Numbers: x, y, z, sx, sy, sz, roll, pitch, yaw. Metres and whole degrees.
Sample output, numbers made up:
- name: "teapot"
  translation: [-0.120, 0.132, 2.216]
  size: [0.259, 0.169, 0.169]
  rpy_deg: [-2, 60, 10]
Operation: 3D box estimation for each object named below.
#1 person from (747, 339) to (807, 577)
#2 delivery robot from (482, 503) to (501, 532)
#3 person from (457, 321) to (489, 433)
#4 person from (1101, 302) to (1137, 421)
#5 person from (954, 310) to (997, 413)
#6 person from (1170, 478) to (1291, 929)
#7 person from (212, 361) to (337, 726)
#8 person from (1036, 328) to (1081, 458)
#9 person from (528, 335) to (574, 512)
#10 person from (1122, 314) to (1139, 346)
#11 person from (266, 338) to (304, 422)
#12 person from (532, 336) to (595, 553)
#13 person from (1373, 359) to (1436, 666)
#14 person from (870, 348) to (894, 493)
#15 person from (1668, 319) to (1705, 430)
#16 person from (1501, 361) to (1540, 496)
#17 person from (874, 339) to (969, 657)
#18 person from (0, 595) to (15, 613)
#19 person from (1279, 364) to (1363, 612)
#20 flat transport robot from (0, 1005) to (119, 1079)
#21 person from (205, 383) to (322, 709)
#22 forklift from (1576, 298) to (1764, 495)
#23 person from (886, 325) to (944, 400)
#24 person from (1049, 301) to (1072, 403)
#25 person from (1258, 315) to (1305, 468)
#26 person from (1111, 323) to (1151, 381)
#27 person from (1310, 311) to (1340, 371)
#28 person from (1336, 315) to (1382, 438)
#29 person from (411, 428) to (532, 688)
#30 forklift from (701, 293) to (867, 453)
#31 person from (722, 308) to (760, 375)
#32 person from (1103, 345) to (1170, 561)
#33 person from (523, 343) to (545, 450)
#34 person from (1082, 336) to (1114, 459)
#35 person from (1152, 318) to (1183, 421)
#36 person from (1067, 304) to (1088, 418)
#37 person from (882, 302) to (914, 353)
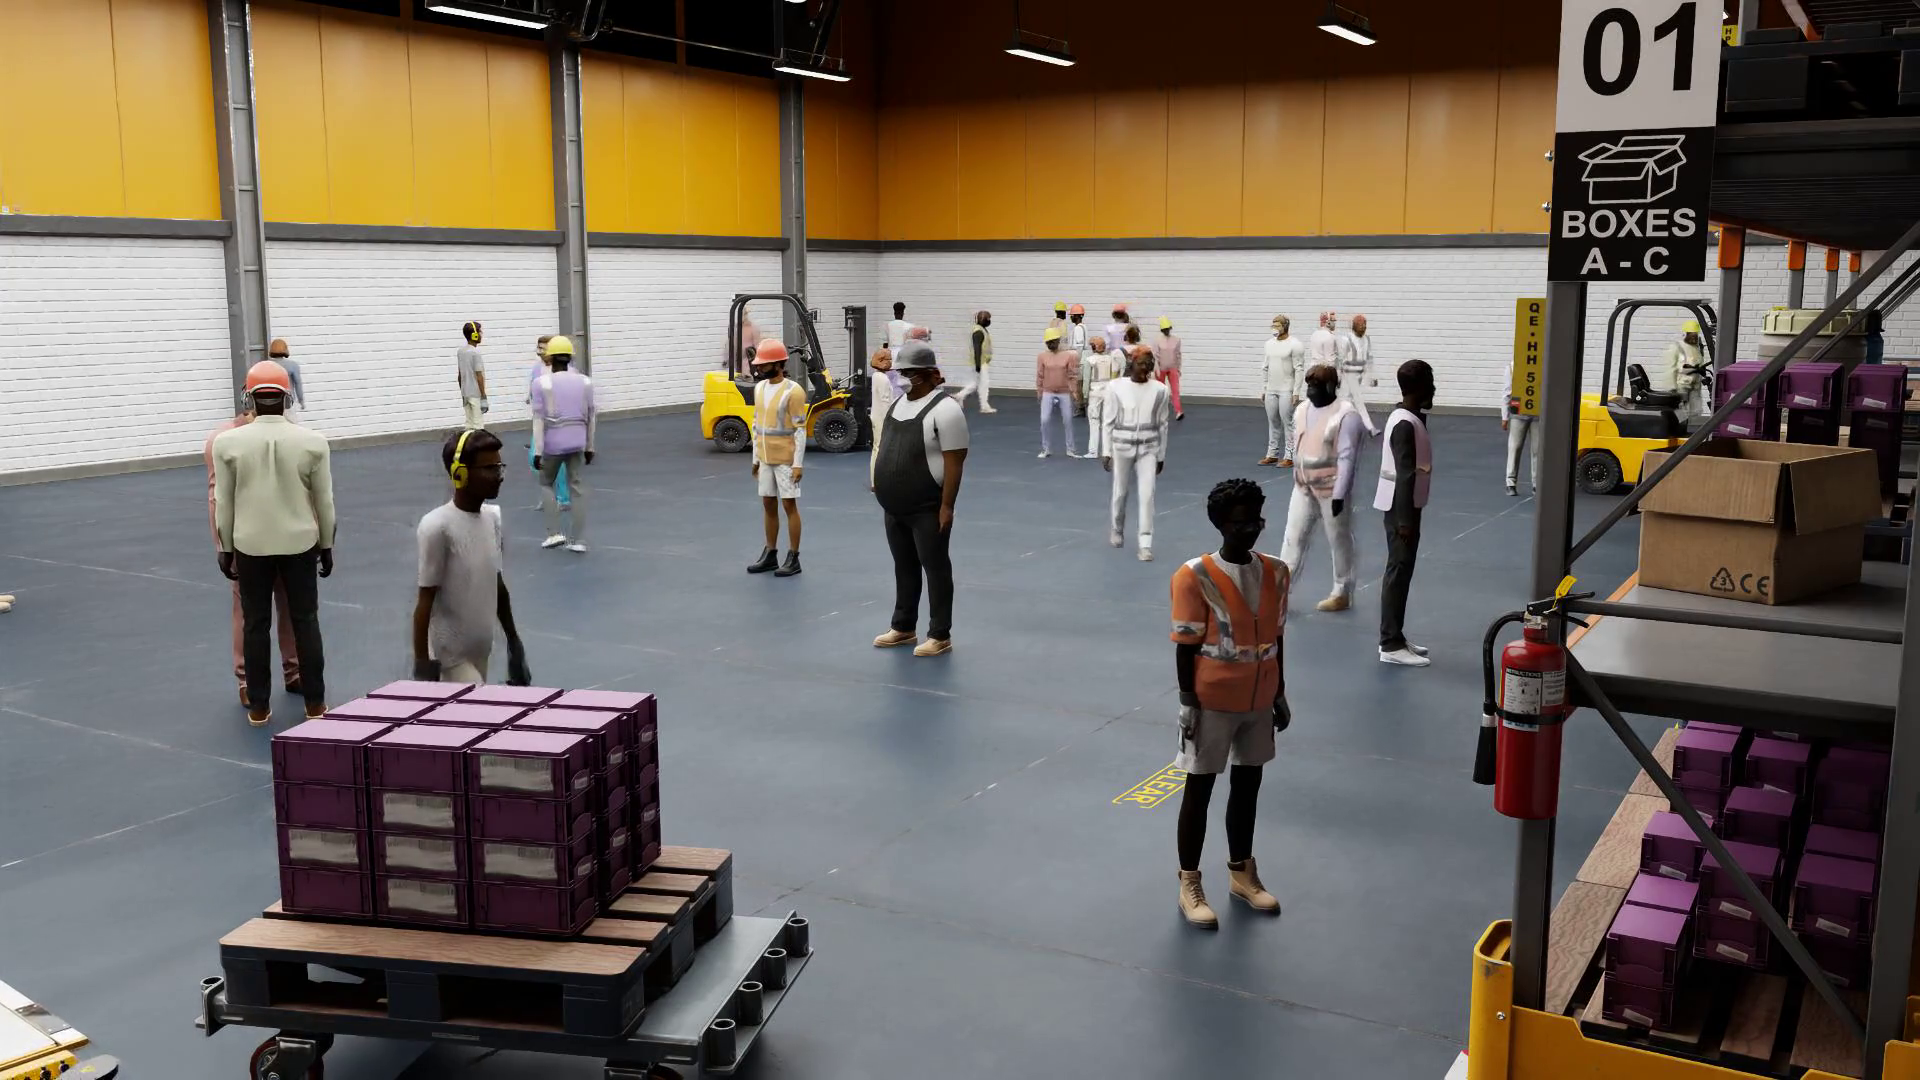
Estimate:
- name: "person"
  translation: [-1.495, -0.665, 13.511]
  size: [0.543, 1.932, 0.376]
  rpy_deg: [7, 12, 39]
- name: "delivery robot"
  translation: [-4.251, -0.159, 14.343]
  size: [0.477, 0.478, 0.707]
  rpy_deg: [1, 9, 9]
- name: "person"
  translation: [-5.963, -1.746, 20.446]
  size: [0.519, 1.874, 0.327]
  rpy_deg: [8, 12, 43]
- name: "person"
  translation: [2.635, -2.894, 27.252]
  size: [0.625, 1.999, 0.980]
  rpy_deg: [-3, 10, -18]
- name: "person"
  translation: [0.282, -3.144, 29.343]
  size: [0.696, 1.814, 0.645]
  rpy_deg: [1, 9, 6]
- name: "person"
  translation: [1.029, 0.607, 6.306]
  size: [0.535, 1.697, 0.318]
  rpy_deg: [-5, 10, -28]
- name: "person"
  translation: [-3.728, 0.020, 9.091]
  size: [0.607, 1.987, 0.410]
  rpy_deg: [-4, 10, -25]
- name: "person"
  translation: [1.340, -1.936, 22.113]
  size: [0.659, 1.741, 0.368]
  rpy_deg: [1, 9, 7]
- name: "person"
  translation: [-4.181, -1.178, 17.030]
  size: [0.580, 1.827, 0.505]
  rpy_deg: [5, 10, 29]
- name: "person"
  translation: [3.025, -3.084, 29.030]
  size: [0.684, 1.807, 0.621]
  rpy_deg: [3, 10, 19]
- name: "person"
  translation: [-8.676, -1.758, 21.284]
  size: [0.504, 1.630, 0.303]
  rpy_deg: [-1, 9, -5]
- name: "person"
  translation: [-3.507, -0.838, 14.669]
  size: [0.615, 1.904, 0.592]
  rpy_deg: [-7, 12, -38]
- name: "person"
  translation: [2.812, -0.180, 10.519]
  size: [0.383, 1.919, 0.597]
  rpy_deg: [2, 9, 15]
- name: "person"
  translation: [-0.850, -1.304, 18.424]
  size: [0.280, 1.634, 0.498]
  rpy_deg: [-2, 9, -14]
- name: "person"
  translation: [10.190, -2.185, 23.351]
  size: [0.598, 1.817, 0.456]
  rpy_deg: [-2, 9, -14]
- name: "person"
  translation: [6.275, -1.385, 18.343]
  size: [0.590, 1.823, 0.403]
  rpy_deg: [1, 9, 9]
- name: "person"
  translation: [-0.301, -0.275, 10.736]
  size: [0.538, 2.000, 0.687]
  rpy_deg: [-8, 12, -42]
- name: "person"
  translation: [-7.116, -0.485, 12.043]
  size: [0.379, 2.041, 0.616]
  rpy_deg: [-4, 10, -22]
- name: "person"
  translation: [2.507, -0.348, 11.915]
  size: [0.901, 1.802, 0.659]
  rpy_deg: [-6, 11, -34]
- name: "flat transport robot"
  translation: [-3.100, 1.541, 4.912]
  size: [1.431, 0.197, 0.652]
  rpy_deg: [7, 12, 39]
- name: "person"
  translation: [-3.921, -0.007, 9.488]
  size: [0.402, 1.904, 0.652]
  rpy_deg: [8, 12, 39]
- name: "forklift"
  translation: [7.954, -1.589, 18.462]
  size: [2.313, 2.155, 1.214]
  rpy_deg: [5, 11, 30]
- name: "person"
  translation: [-0.535, -1.511, 19.017]
  size: [0.678, 1.860, 0.553]
  rpy_deg: [3, 9, 16]
- name: "person"
  translation: [1.901, -3.570, 31.655]
  size: [0.377, 1.927, 0.599]
  rpy_deg: [-4, 10, -25]
- name: "person"
  translation: [4.072, -1.883, 21.088]
  size: [0.352, 1.937, 0.635]
  rpy_deg: [-7, 11, -36]
- name: "person"
  translation: [2.109, -1.745, 20.519]
  size: [0.505, 1.845, 0.346]
  rpy_deg: [1, 9, 4]
- name: "person"
  translation: [5.357, -2.395, 24.387]
  size: [0.399, 1.909, 0.643]
  rpy_deg: [-2, 9, -10]
- name: "person"
  translation: [5.973, -2.444, 24.942]
  size: [0.669, 1.832, 0.950]
  rpy_deg: [-7, 12, -39]
- name: "person"
  translation: [-1.885, 0.485, 6.581]
  size: [0.644, 1.848, 0.557]
  rpy_deg: [2, 9, 11]
- name: "forklift"
  translation: [-2.458, -2.344, 23.176]
  size: [2.313, 2.155, 1.214]
  rpy_deg: [0, 9, -2]
- name: "person"
  translation: [-3.886, -3.221, 29.727]
  size: [0.644, 1.859, 1.010]
  rpy_deg: [5, 10, 29]
- name: "person"
  translation: [1.521, -0.781, 14.510]
  size: [0.581, 1.854, 0.886]
  rpy_deg: [0, 9, -1]
- name: "person"
  translation: [-5.583, -1.934, 22.511]
  size: [0.876, 1.583, 0.506]
  rpy_deg: [3, 10, 19]
- name: "person"
  translation: [1.846, -1.892, 22.119]
  size: [0.515, 1.631, 0.320]
  rpy_deg: [-6, 11, -34]
- name: "person"
  translation: [3.456, -2.814, 27.586]
  size: [0.542, 1.710, 0.900]
  rpy_deg: [-2, 9, -13]
- name: "person"
  translation: [2.000, -3.055, 28.411]
  size: [0.366, 1.935, 0.552]
  rpy_deg: [2, 9, 11]
- name: "person"
  translation: [-1.064, -3.205, 29.267]
  size: [0.603, 1.964, 0.367]
  rpy_deg: [2, 9, 14]
